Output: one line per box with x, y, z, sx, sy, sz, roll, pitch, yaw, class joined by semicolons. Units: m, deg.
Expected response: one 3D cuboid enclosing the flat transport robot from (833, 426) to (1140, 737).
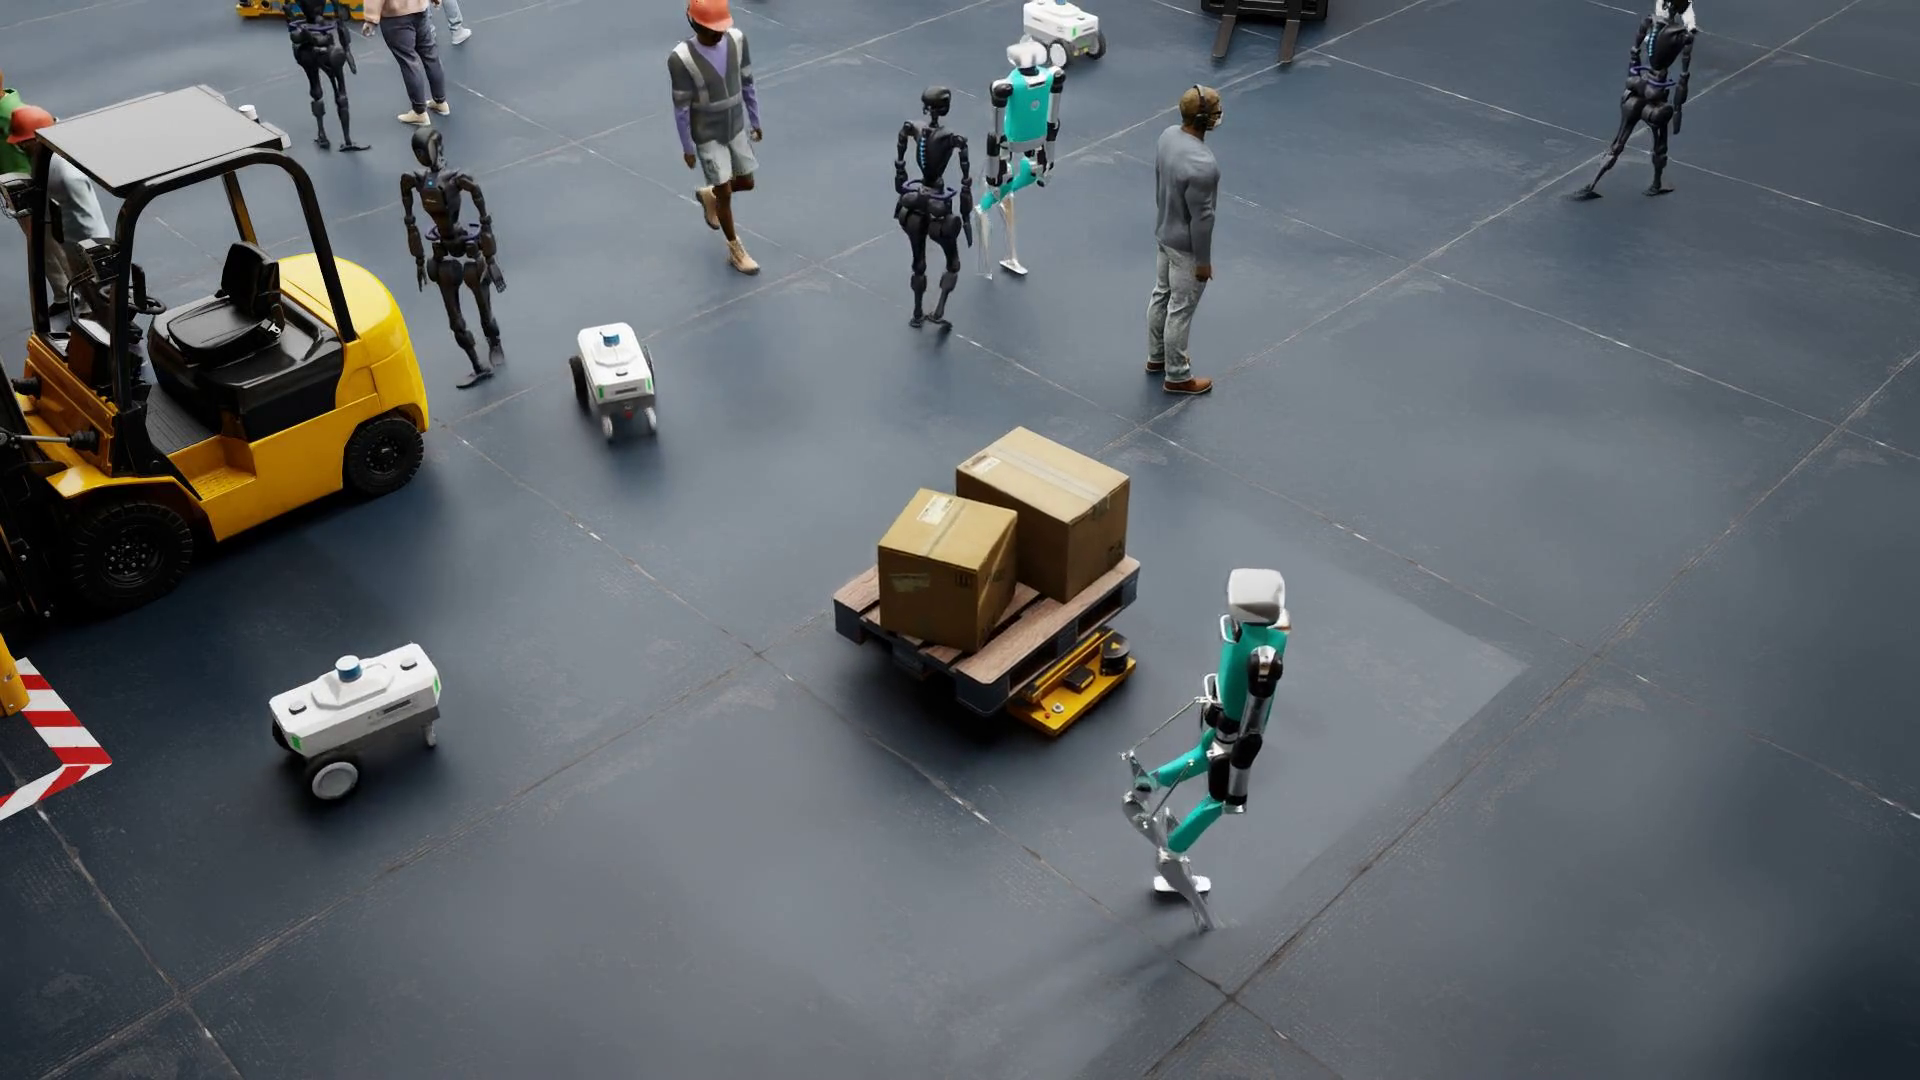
0.125;0.450;8.395;1.431;0.231;0.659;27;45;32;flat transport robot

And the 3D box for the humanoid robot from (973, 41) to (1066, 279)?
0.311;-2.547;11.187;0.542;1.768;0.783;-19;41;-24;humanoid robot

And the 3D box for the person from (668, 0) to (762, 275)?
-1.682;-2.808;11.305;0.664;2.006;0.721;-28;45;-32;person

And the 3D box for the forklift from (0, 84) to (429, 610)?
-4.145;-1.093;8.856;2.313;2.155;1.214;-31;47;-34;forklift

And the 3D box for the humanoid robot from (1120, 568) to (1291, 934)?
0.896;0.861;6.632;0.680;1.814;0.543;1;37;1;humanoid robot

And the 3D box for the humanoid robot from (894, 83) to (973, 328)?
-0.198;-2.118;10.662;0.598;1.650;0.361;19;41;23;humanoid robot

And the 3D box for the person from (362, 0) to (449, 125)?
-4.473;-4.279;13.390;0.420;1.865;0.816;18;40;23;person

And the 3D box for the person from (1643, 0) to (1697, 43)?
6.437;-5.174;14.777;0.528;1.625;0.426;-14;39;-18;person

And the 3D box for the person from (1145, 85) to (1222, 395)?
1.354;-1.796;10.007;0.371;1.940;0.627;-10;38;-13;person

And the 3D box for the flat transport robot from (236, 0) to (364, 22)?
-6.129;-5.211;15.973;1.431;0.231;0.659;3;37;4;flat transport robot

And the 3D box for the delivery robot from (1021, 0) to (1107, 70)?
0.909;-4.570;14.876;0.499;0.595;0.783;-27;45;-32;delivery robot

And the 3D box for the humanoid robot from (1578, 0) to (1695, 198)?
5.084;-3.289;12.283;0.791;1.644;0.600;-15;39;-19;humanoid robot

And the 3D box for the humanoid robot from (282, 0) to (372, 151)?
-5.012;-3.885;13.020;0.612;1.648;0.324;14;39;18;humanoid robot

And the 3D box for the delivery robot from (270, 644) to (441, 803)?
-2.790;0.789;7.695;0.743;0.587;0.523;-23;43;-28;delivery robot

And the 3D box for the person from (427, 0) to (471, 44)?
-4.785;-5.380;14.821;0.587;1.920;0.391;-1;37;-2;person

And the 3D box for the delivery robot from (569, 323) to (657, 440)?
-2.098;-1.014;10.131;0.499;0.613;0.797;-12;39;-16;delivery robot

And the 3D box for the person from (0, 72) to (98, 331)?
-5.964;-2.205;10.683;0.550;1.781;0.384;22;42;26;person

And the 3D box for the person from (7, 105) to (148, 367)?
-5.428;-1.836;10.221;0.353;1.742;0.580;-30;46;-33;person

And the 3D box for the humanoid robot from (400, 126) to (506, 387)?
-3.052;-1.739;10.178;0.601;1.648;0.507;5;37;6;humanoid robot

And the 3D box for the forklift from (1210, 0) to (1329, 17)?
3.106;-6.400;15.960;1.214;2.155;2.313;8;37;10;forklift
